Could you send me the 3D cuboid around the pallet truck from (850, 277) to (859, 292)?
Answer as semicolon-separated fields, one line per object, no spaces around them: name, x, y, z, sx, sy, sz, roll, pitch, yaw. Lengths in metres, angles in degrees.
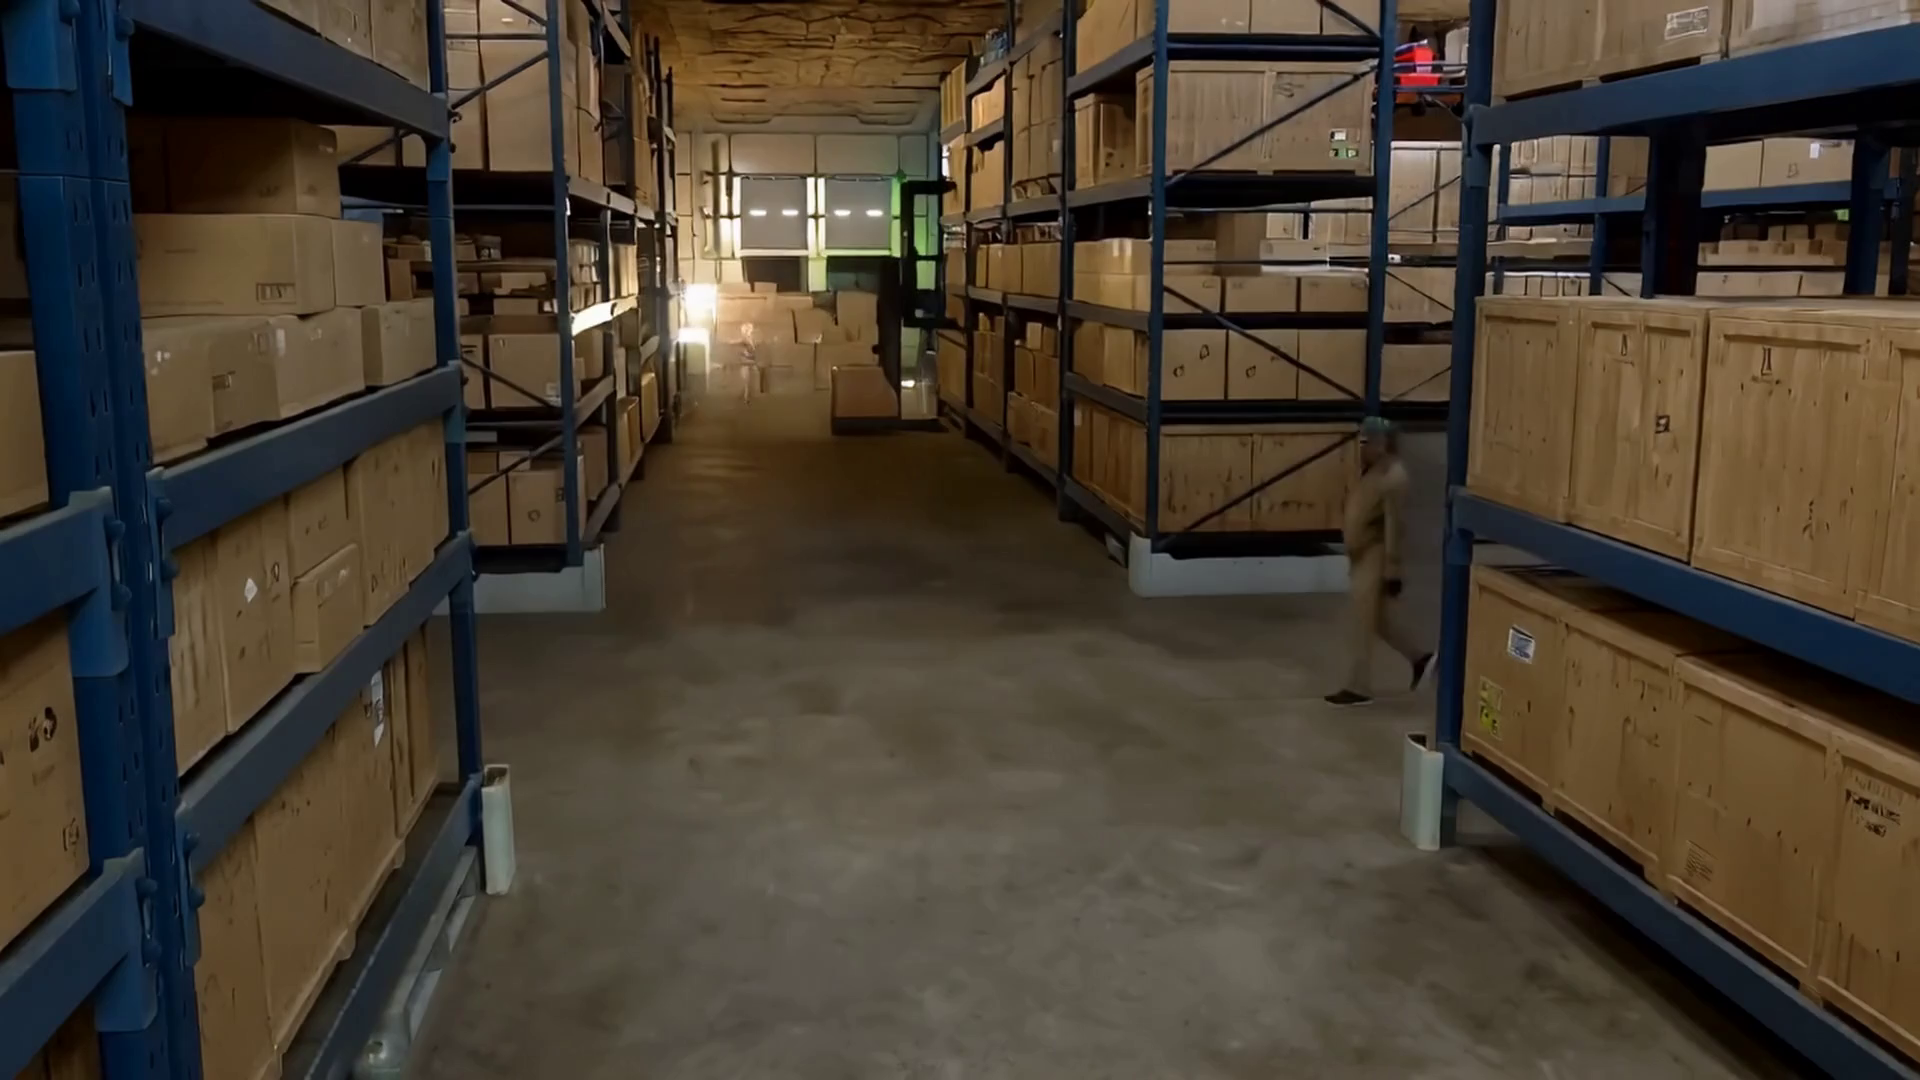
pallet truck;-3.782;-9.391;65.808;1.885;1.965;0.823;2;10;10

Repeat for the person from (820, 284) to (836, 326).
person;-4.262;-7.435;54.609;0.641;1.932;0.368;-1;10;-4

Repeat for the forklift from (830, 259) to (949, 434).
forklift;-1.167;-3.164;26.985;1.873;2.768;1.129;-1;10;-7

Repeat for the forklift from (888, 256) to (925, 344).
forklift;-1.828;-7.711;53.455;1.129;2.768;1.873;-2;10;-13

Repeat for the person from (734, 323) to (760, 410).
person;-3.956;-3.216;30.918;0.375;1.623;0.542;9;13;43

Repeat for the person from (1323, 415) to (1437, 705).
person;2.729;0.130;10.695;0.685;1.887;0.652;0;10;1
